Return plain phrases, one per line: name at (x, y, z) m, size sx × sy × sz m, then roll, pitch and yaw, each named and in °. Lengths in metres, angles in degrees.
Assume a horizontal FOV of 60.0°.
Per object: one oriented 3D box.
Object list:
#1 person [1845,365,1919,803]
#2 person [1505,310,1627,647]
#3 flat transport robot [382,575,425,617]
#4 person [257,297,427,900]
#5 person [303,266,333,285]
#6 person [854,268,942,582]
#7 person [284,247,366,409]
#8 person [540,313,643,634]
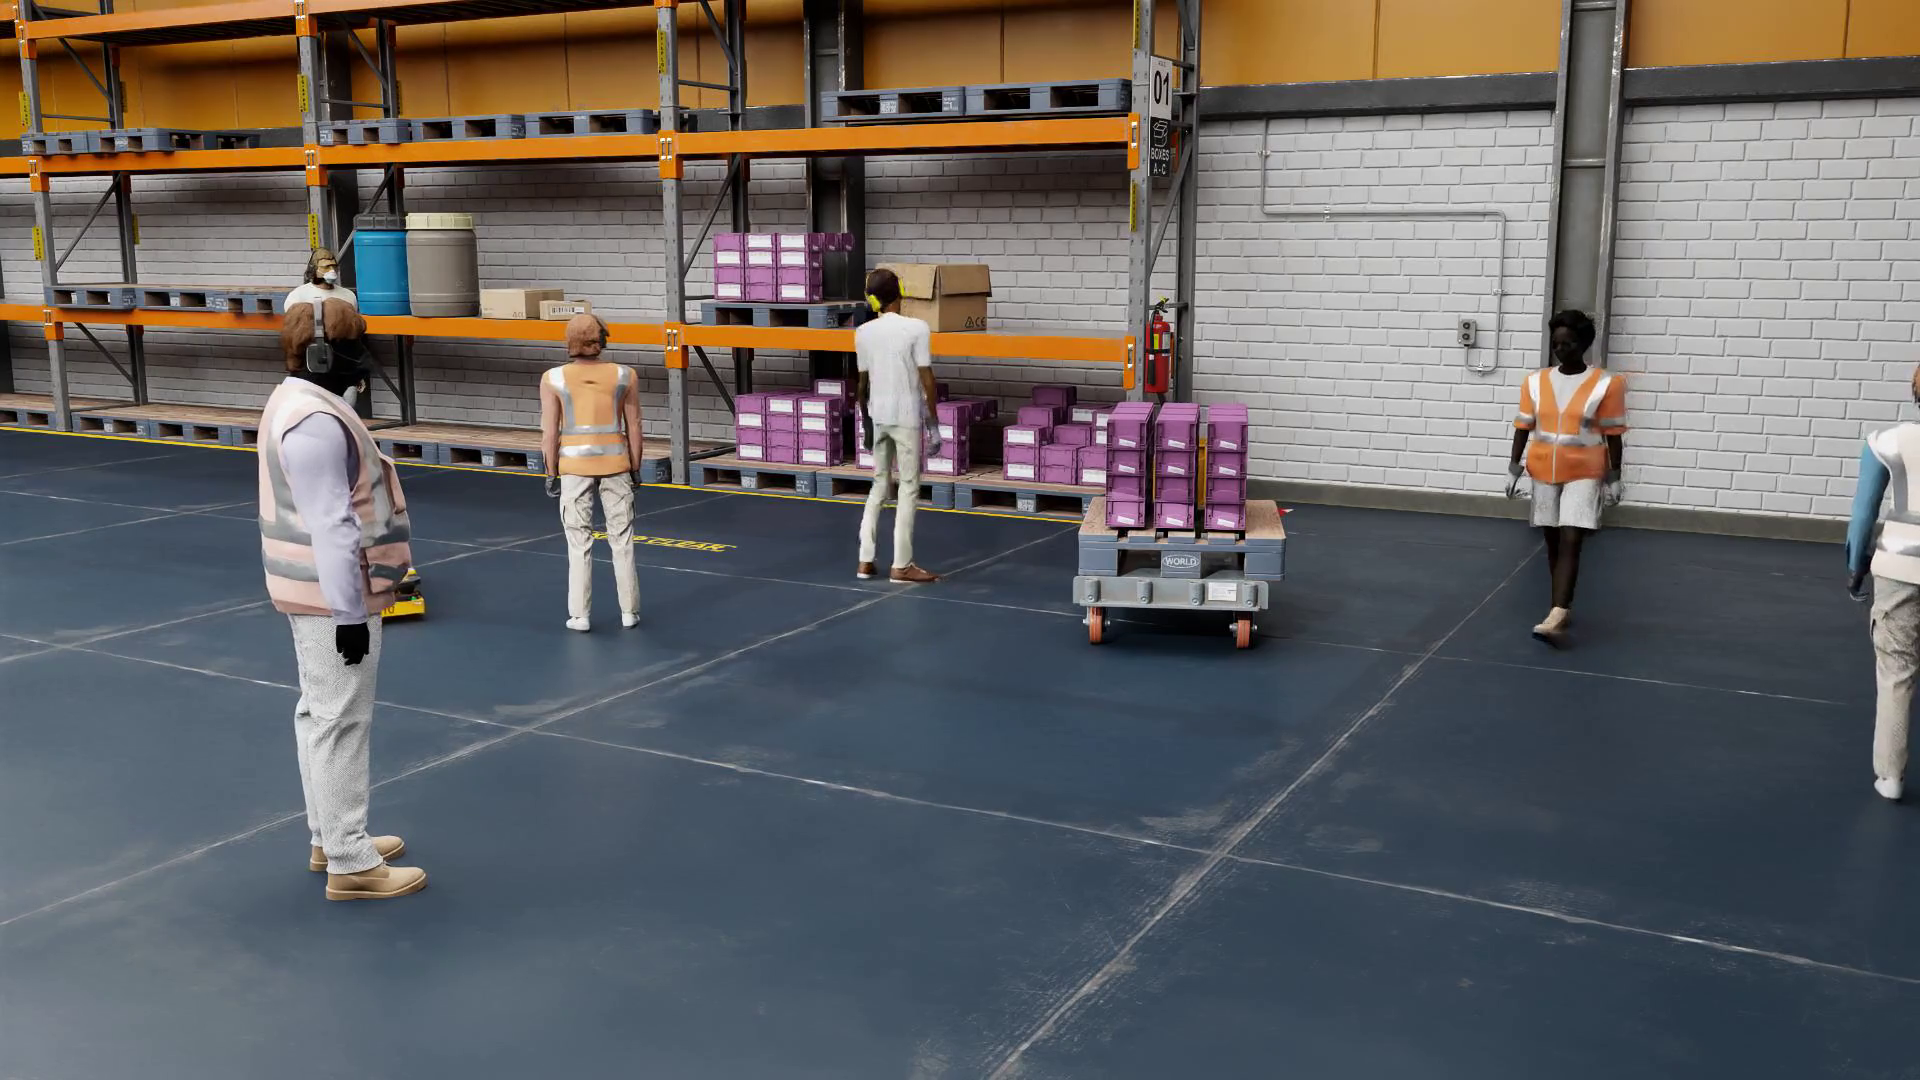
person at (3.485, 0.132, 5.995) m, size 0.537 × 1.619 × 0.503 m, roll 6°, pitch 12°, yaw 30°
person at (2.963, -0.306, 8.288) m, size 0.542 × 1.653 × 0.834 m, roll 10°, pitch 14°, yaw 43°
flat transport robot at (-3.431, 0.210, 9.277) m, size 0.652 × 0.197 × 1.431 m, roll -5°, pitch 11°, yaw -25°
person at (-1.910, 0.180, 5.133) m, size 0.429 × 1.844 × 0.625 m, roll -5°, pitch 12°, yaw -27°
person at (-5.018, -1.271, 13.080) m, size 0.329 × 1.842 × 0.509 m, roll 7°, pitch 12°, yaw 32°
person at (-0.394, -0.647, 9.693) m, size 0.588 × 1.839 × 0.386 m, roll 7°, pitch 13°, yaw 35°
person at (-4.920, -1.298, 12.969) m, size 0.365 × 1.939 × 0.636 m, roll 6°, pitch 12°, yaw 30°
person at (-1.876, -0.334, 8.516) m, size 0.515 × 1.636 × 0.315 m, roll -4°, pitch 11°, yaw -19°
